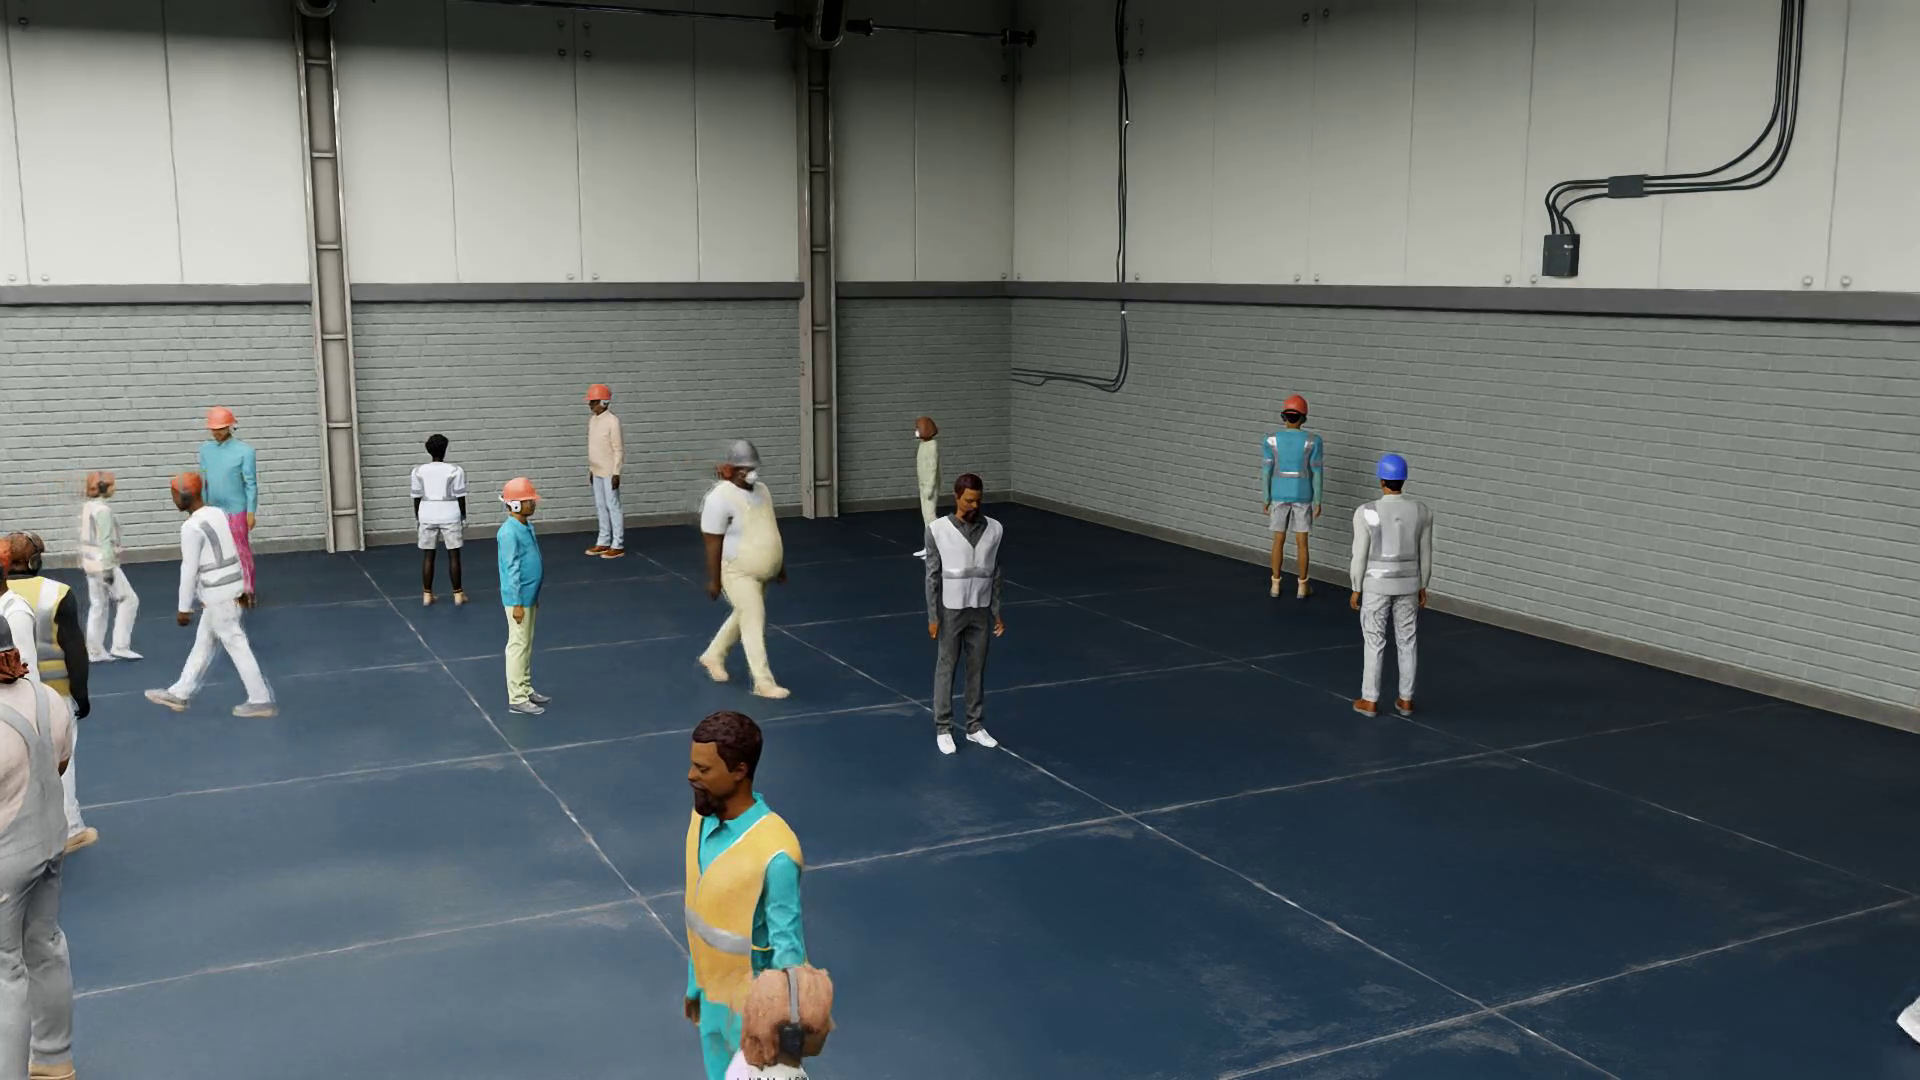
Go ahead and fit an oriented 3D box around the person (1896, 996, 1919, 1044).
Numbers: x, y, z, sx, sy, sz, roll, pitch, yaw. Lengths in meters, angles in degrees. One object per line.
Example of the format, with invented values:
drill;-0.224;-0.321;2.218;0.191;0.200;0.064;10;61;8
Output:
person;4.318;1.371;6.681;0.880;1.685;0.485;5;10;27

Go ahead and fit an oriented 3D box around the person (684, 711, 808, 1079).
person;-0.691;1.474;5.323;0.394;1.920;0.587;-6;11;-34

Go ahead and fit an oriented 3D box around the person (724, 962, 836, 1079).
person;-0.365;1.821;4.160;0.781;1.605;0.517;-4;10;-24

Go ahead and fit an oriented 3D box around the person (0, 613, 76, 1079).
person;-3.761;1.235;6.417;0.538;2.000;0.683;0;9;2

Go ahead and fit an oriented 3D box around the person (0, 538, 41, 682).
person;-5.086;0.920;8.846;0.575;1.882;0.355;8;12;39

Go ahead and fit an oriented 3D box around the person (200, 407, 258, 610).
person;-7.076;-0.302;16.083;0.616;1.983;0.408;3;10;15

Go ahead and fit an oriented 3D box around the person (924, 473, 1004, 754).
person;0.031;0.488;11.408;0.592;1.916;0.392;-5;10;-28

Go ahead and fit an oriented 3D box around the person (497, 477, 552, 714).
person;-3.250;0.407;12.393;0.322;1.755;0.563;-1;9;-3

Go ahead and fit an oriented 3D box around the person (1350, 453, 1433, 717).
person;3.163;0.337;12.232;0.605;1.951;0.381;-1;9;-5

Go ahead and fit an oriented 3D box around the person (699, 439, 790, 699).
person;-1.714;0.173;12.964;0.942;2.000;0.683;5;10;26

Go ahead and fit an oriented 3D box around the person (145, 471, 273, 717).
person;-5.545;0.410;12.125;0.990;1.830;0.591;-1;9;-6

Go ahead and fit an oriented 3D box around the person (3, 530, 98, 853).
person;-5.219;0.857;9.364;0.633;1.841;0.429;-1;9;-5

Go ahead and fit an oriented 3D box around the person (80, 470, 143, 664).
person;-7.095;0.225;13.906;0.528;1.615;0.553;-8;12;-40

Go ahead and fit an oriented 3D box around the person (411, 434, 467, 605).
person;-5.098;-0.194;16.309;0.536;1.691;0.320;0;9;-1

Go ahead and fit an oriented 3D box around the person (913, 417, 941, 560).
person;-0.370;-0.594;18.971;0.284;1.626;0.508;-3;10;-19

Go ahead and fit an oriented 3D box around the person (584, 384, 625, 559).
person;-4.072;-0.786;19.012;0.395;1.994;0.612;-8;12;-40

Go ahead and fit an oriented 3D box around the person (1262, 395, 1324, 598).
person;3.334;-0.433;16.690;0.607;2.044;0.378;3;10;19
